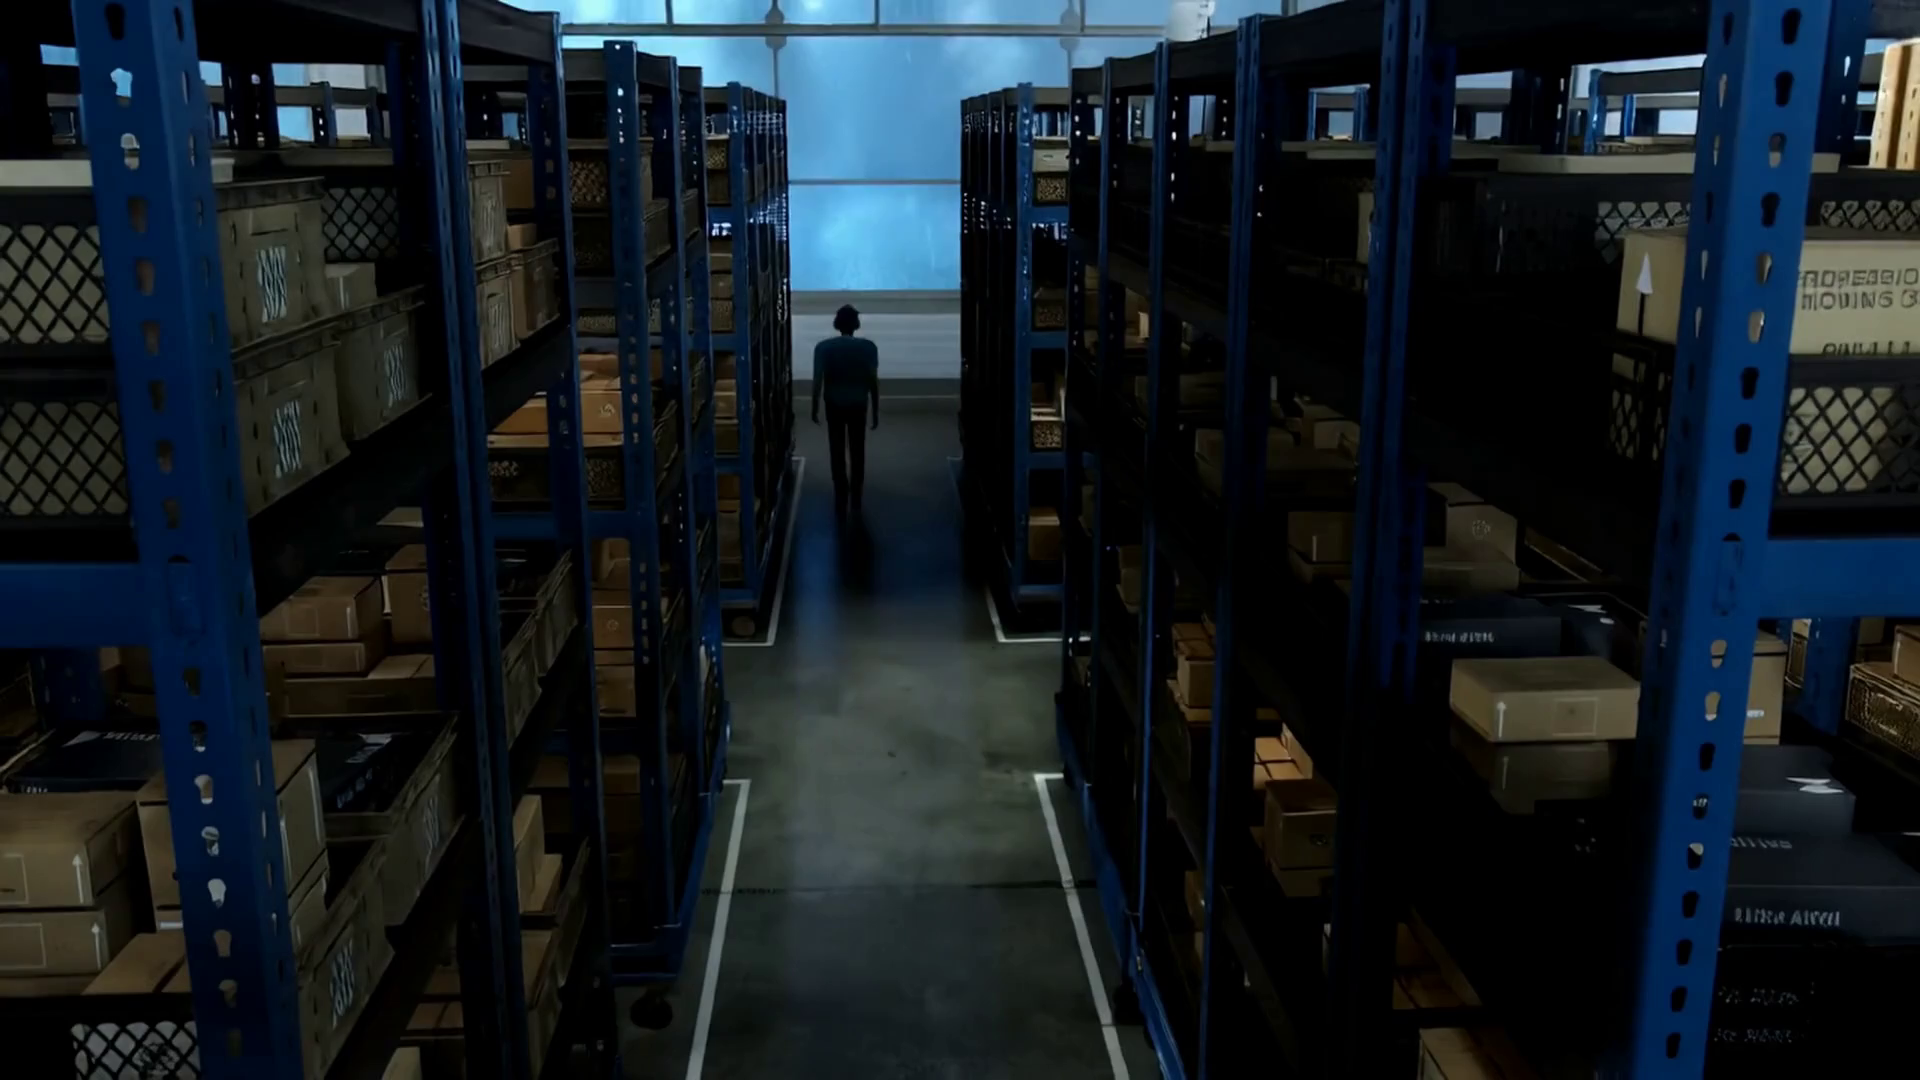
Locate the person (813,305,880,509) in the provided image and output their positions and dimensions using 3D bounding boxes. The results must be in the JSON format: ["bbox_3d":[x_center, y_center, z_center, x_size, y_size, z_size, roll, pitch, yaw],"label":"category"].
[{"bbox_3d":[-1.020,-1.199,14.891,0.585,1.808,0.880,-2,14,-8],"label":"person"}]
